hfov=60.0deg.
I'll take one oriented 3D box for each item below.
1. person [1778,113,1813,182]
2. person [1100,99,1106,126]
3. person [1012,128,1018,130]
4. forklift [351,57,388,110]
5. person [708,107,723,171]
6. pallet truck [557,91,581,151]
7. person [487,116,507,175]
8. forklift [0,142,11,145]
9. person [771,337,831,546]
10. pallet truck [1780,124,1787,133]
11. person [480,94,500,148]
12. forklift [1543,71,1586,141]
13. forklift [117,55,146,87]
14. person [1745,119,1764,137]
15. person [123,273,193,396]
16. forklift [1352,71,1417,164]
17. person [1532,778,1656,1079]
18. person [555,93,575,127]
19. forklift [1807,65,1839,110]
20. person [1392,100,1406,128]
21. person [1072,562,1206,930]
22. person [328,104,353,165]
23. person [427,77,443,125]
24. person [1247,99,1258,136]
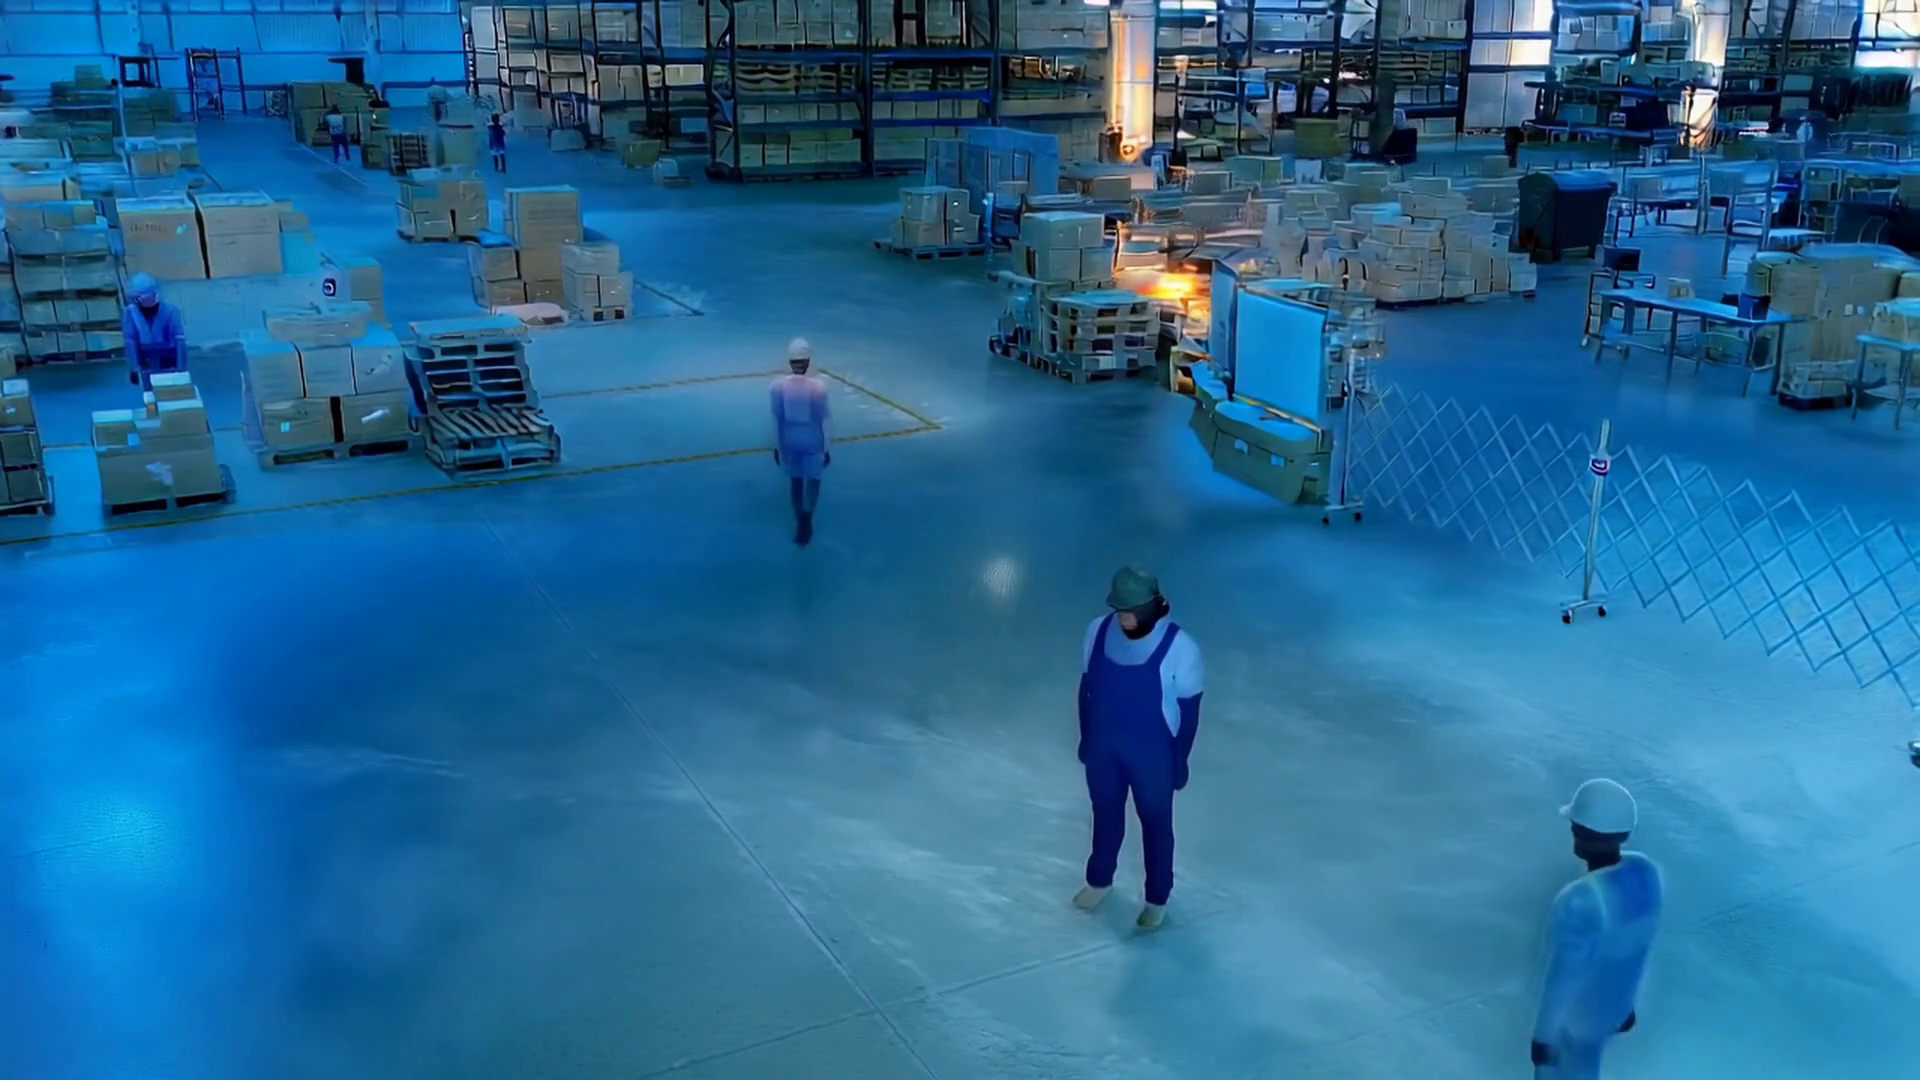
[{"bbox_3d":[23.734,-11.086,47.000,0.617,1.883,0.997,-12,22,-34],"label":"person"},{"bbox_3d":[6.071,-18.037,68.934,0.561,1.727,0.778,16,24,41],"label":"person"},{"bbox_3d":[1.367,-10.148,44.388,0.639,1.682,0.538,6,19,19],"label":"person"},{"bbox_3d":[-24.072,-17.956,66.815,1.873,2.768,1.129,-9,20,-26],"label":"forklift"},{"bbox_3d":[-7.382,-12.041,49.969,0.483,1.889,0.666,-5,18,-16],"label":"person"},{"bbox_3d":[-13.495,-14.412,57.188,0.823,1.965,1.885,-3,18,-9],"label":"pallet truck"},{"bbox_3d":[-13.622,-11.614,48.947,0.535,1.697,0.322,-8,20,-25],"label":"person"},{"bbox_3d":[-34.684,-15.432,58.943,1.873,2.768,1.129,-2,18,-7],"label":"forklift"},{"bbox_3d":[-1.451,-0.868,15.097,0.548,1.919,0.717,2,18,7],"label":"person"},{"bbox_3d":[25.206,-12.542,52.601,1.601,1.201,0.680,0,18,-2],"label":"pallet truck"},{"bbox_3d":[-16.357,-14.503,57.634,0.918,1.901,0.636,12,21,32],"label":"person"},{"bbox_3d":[18.685,-13.231,52.085,1.873,2.768,1.129,-9,20,-26],"label":"forklift"},{"bbox_3d":[-34.198,-18.635,68.931,1.873,2.768,1.129,16,24,40],"label":"forklift"},{"bbox_3d":[22.954,-11.339,48.175,0.540,1.640,0.759,13,22,35],"label":"person"},{"bbox_3d":[-8.722,-1.892,18.134,0.649,2.026,0.394,-3,18,-9],"label":"person"},{"bbox_3d":[13.290,-13.203,51.996,1.873,2.768,1.129,0,18,0],"label":"forklift"},{"bbox_3d":[2.555,1.858,6.635,0.594,1.900,0.886,-15,23,-39],"label":"person"},{"bbox_3d":[-13.938,-14.861,58.745,1.042,1.893,0.639,-16,24,-40],"label":"person"},{"bbox_3d":[29.746,-14.974,57.517,1.129,2.768,1.873,-9,20,-26],"label":"forklift"},{"bbox_3d":[14.104,-13.286,53.877,0.797,1.884,0.652,-15,23,-39],"label":"person"},{"bbox_3d":[0.898,1.086,8.803,0.688,2.000,0.536,11,21,30],"label":"person"},{"bbox_3d":[-19.408,-12.668,51.979,0.612,1.863,1.019,1,18,2],"label":"person"},{"bbox_3d":[-21.993,-18.361,69.563,0.621,1.964,0.869,2,18,5],"label":"person"},{"bbox_3d":[10.482,-15.179,59.873,0.722,1.819,0.569,0,18,-1],"label":"person"}]
